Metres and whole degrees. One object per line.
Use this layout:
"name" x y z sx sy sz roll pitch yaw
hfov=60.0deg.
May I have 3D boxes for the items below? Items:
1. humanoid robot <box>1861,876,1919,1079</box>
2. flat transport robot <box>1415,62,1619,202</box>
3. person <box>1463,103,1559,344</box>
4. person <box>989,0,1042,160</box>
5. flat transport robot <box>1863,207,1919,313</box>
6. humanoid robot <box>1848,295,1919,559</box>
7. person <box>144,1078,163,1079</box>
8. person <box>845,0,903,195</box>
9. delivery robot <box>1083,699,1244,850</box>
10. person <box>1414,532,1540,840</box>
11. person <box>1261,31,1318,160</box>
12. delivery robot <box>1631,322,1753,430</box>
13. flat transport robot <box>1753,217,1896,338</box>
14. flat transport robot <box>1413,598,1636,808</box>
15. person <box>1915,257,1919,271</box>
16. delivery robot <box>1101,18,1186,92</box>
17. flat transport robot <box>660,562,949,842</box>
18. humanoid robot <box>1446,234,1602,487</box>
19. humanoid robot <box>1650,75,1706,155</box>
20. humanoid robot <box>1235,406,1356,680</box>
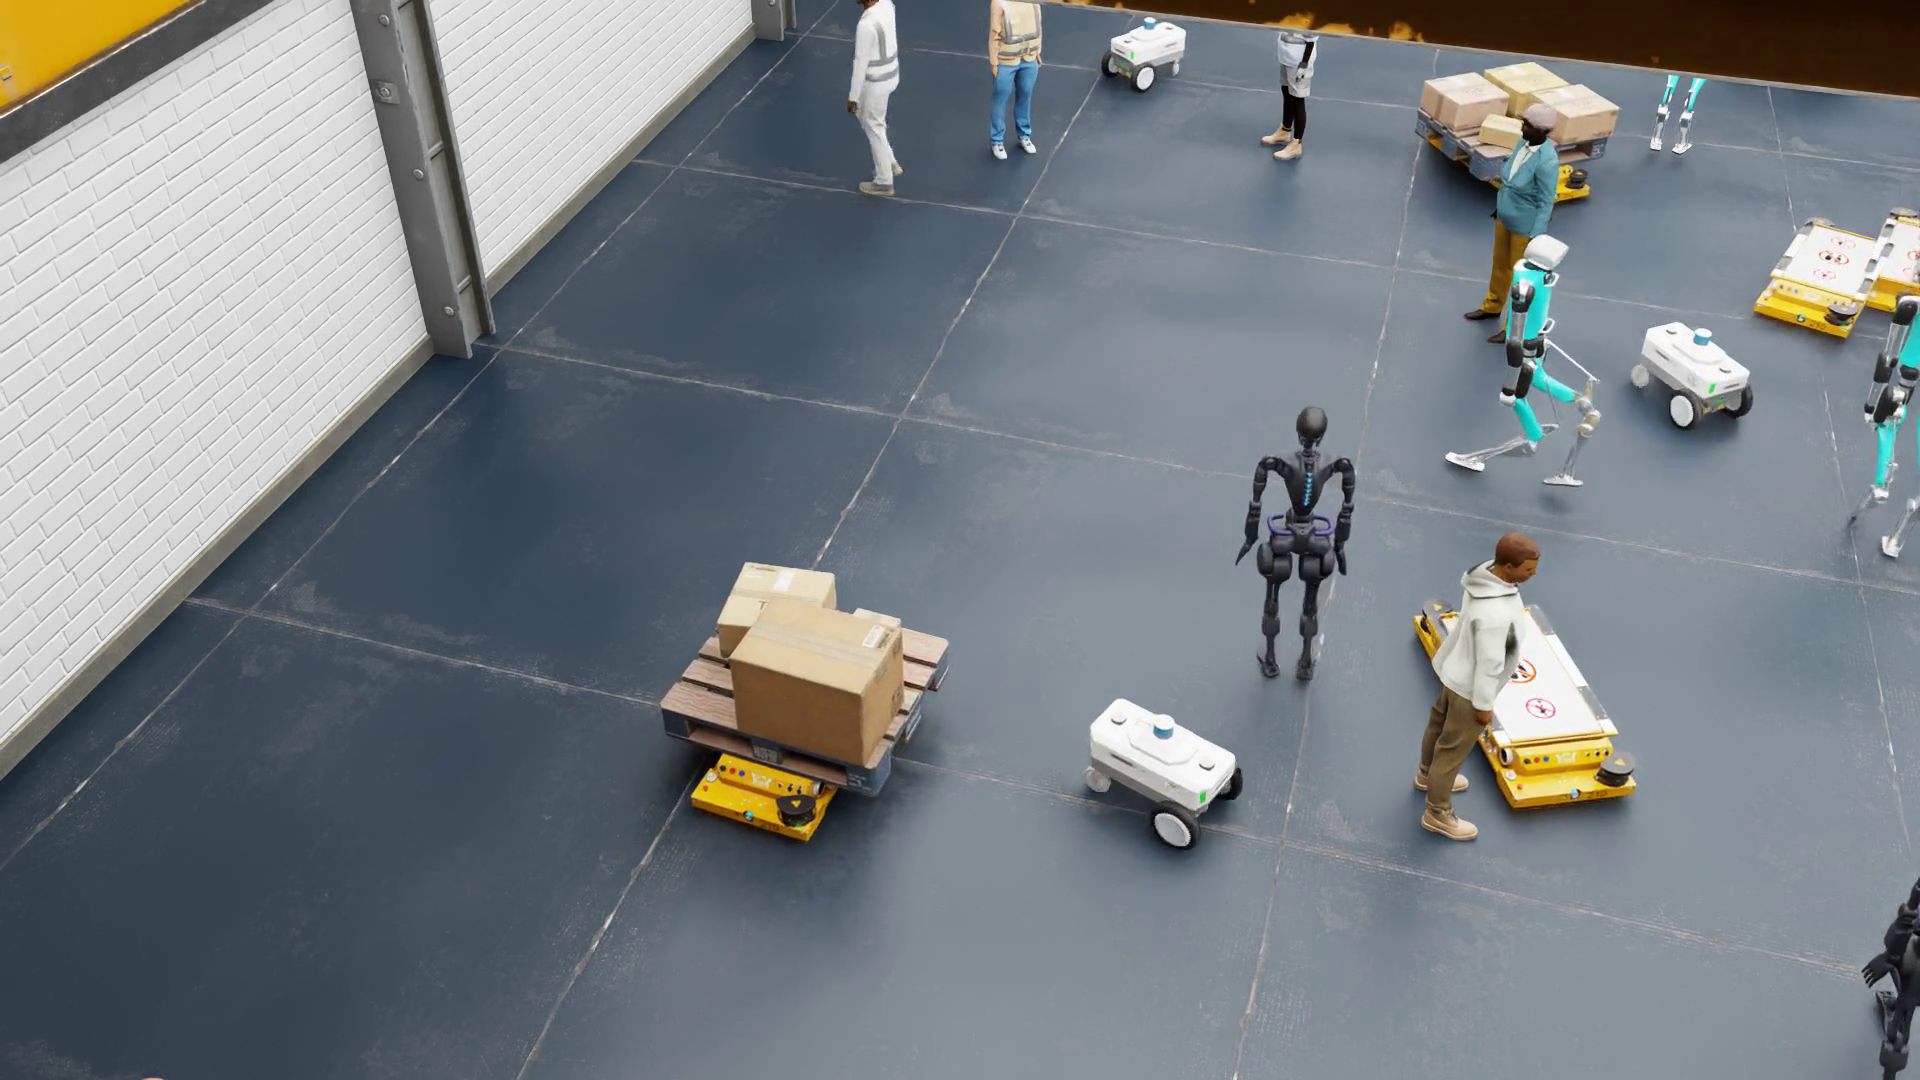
"humanoid robot" 4.069 1.706 6.796 0.589 1.632 0.811 9 40 11
"flat transport robot" 4.592 -3.229 14.021 0.659 0.231 1.431 -14 41 -16
"person" 3.873 -2.200 11.557 0.339 1.751 0.536 -9 40 -11
"person" 0.449 -4.029 13.858 0.482 1.719 0.376 -19 42 -22
"flat transport robot" 7.253 -2.079 12.590 0.659 0.231 1.431 22 44 25
"humanoid robot" 5.563 -0.642 9.653 0.550 1.796 0.778 7 39 9
"person" -2.526 2.455 5.629 0.542 1.927 0.371 28 47 31
"person" -0.699 -3.632 13.243 0.425 1.868 0.582 9 40 12
"delivery robot" 1.029 1.145 8.367 0.802 0.614 0.499 25 45 28
"person" 2.442 0.669 7.978 0.380 1.765 0.521 6 39 8
"person" 2.787 -4.014 13.854 0.319 1.698 0.537 -6 39 -7
"delivery robot" 4.935 -1.120 11.178 0.499 0.605 0.781 -14 41 -17
"flat transport robot" 6.507 -1.985 12.474 0.659 0.231 1.431 24 45 27
"flat transport robot" 3.018 0.833 8.969 0.659 0.231 1.431 -5 39 -7
"person" 7.245 -2.506 12.023 0.521 1.642 0.304 -10 40 -13
"delivery robot" 1.709 -4.511 15.400 0.782 0.611 0.509 -25 45 -28
"flat transport robot" -0.801 0.951 8.821 0.659 0.231 1.431 14 41 17
"humanoid robot" 3.604 -0.980 10.092 1.044 1.762 0.551 20 43 23
"humanoid robot" 5.996 -3.960 13.652 0.533 1.677 0.735 20 43 23
"humanoid robot" 1.784 0.039 8.844 0.590 1.644 0.389 2 39 2
